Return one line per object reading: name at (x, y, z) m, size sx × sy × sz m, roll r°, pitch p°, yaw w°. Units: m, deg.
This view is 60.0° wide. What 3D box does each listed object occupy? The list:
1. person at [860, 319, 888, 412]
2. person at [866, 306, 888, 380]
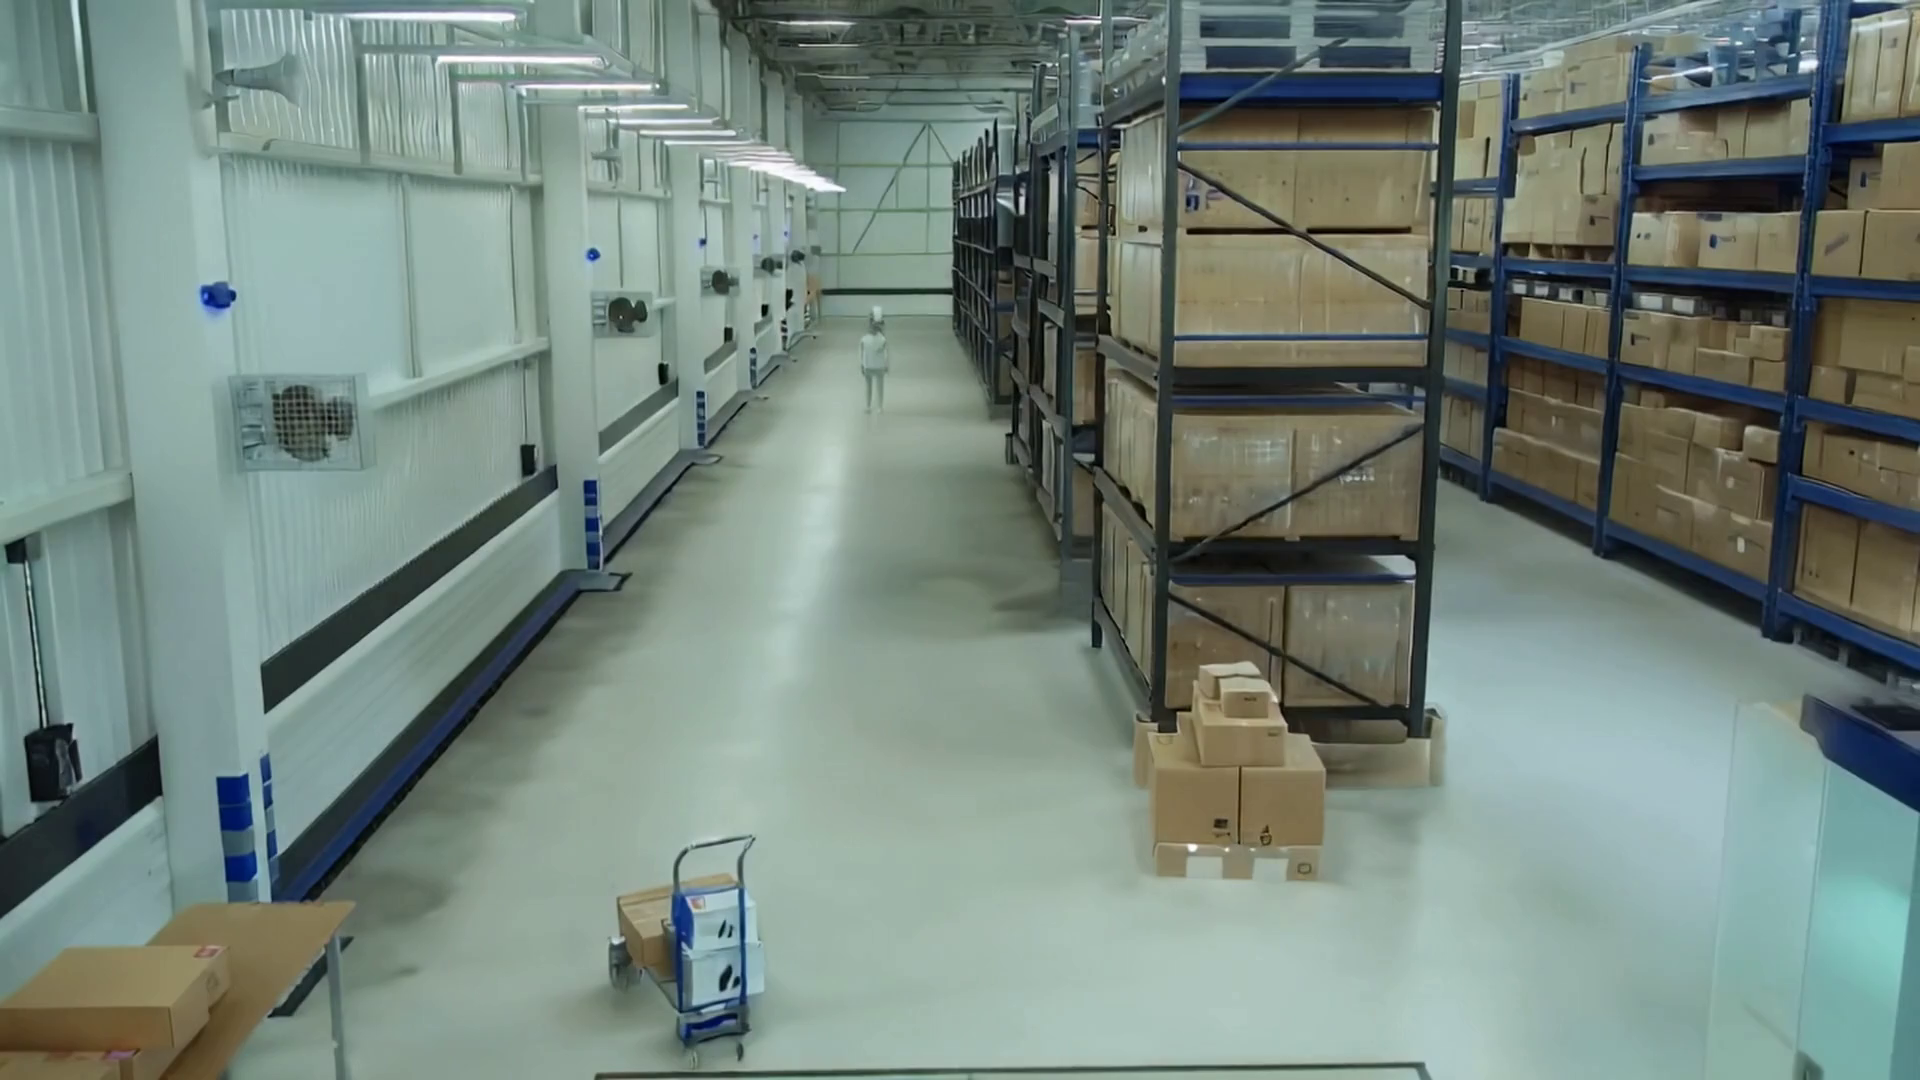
person at (-1.839, -3.726, 35.578) m, size 0.617 × 1.988 × 0.402 m, roll 0°, pitch 11°, yaw 2°
person at (-2.139, -5.080, 42.833) m, size 0.597 × 1.907 × 0.410 m, roll -5°, pitch 12°, yaw -23°
